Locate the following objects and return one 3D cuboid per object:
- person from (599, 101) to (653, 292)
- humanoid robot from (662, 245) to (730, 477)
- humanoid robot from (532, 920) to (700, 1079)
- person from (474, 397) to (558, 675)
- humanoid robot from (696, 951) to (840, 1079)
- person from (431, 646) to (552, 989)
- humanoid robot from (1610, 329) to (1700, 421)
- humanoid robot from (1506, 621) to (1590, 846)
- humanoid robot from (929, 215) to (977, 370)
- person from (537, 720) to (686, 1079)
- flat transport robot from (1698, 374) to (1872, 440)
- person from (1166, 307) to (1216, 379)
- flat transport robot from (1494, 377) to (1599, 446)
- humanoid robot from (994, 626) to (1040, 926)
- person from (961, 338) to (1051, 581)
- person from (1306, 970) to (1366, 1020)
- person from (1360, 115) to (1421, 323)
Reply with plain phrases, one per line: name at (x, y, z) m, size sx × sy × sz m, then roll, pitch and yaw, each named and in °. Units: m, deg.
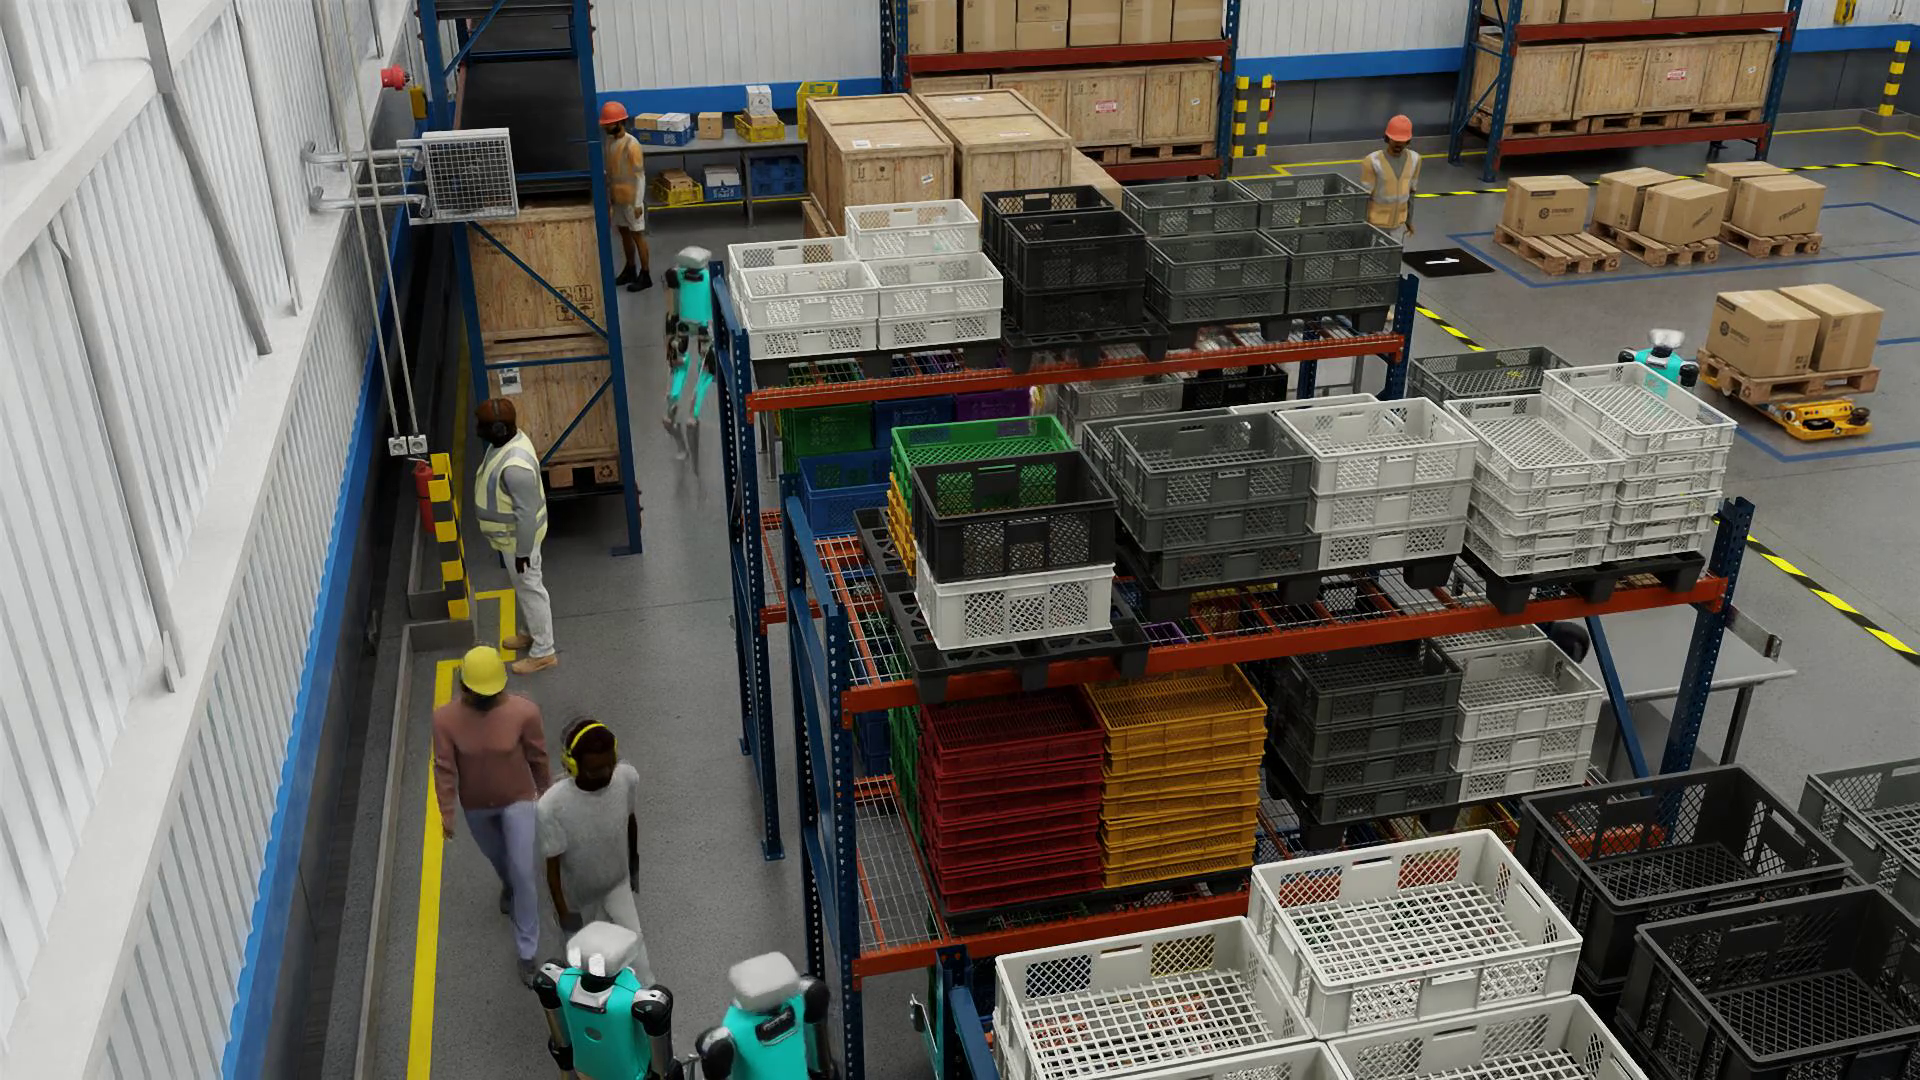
person at (-3.409, -3.478, 16.860) m, size 0.376 × 1.932 × 0.550 m, roll -23°, pitch 36°, yaw -37°
humanoid robot at (-2.154, -1.351, 13.045) m, size 0.550 × 1.774 × 0.843 m, roll 9°, pitch 29°, yaw 17°
humanoid robot at (-1.213, 2.039, 6.459) m, size 0.533 × 1.677 × 0.735 m, roll 9°, pitch 29°, yaw 16°
person at (-2.796, -0.035, 10.426) m, size 0.429 × 1.841 × 0.633 m, roll -10°, pitch 29°, yaw -19°
humanoid robot at (-0.520, 2.382, 6.010) m, size 0.530 × 1.830 × 0.748 m, roll -23°, pitch 35°, yaw -36°
person at (-2.258, 1.252, 8.108) m, size 0.519 × 1.717 × 0.852 m, roll -2°, pitch 28°, yaw -4°
humanoid robot at (4.888, -0.779, 11.800) m, size 0.533 × 1.681 × 0.735 m, roll 16°, pitch 32°, yaw 28°
humanoid robot at (2.887, 1.122, 8.453) m, size 0.749 × 1.639 × 0.587 m, roll 7°, pitch 29°, yaw 12°
humanoid robot at (0.125, -1.846, 14.065) m, size 0.836 × 1.860 × 0.546 m, roll -7°, pitch 28°, yaw -12°
person at (-1.571, 1.596, 7.361) m, size 0.518 × 1.810 × 0.997 m, roll -18°, pitch 33°, yaw -31°
flat transport robot at (7.136, -1.266, 14.418) m, size 0.652 × 0.197 × 1.431 m, roll -6°, pitch 28°, yaw -12°
person at (1.625, -0.872, 12.021) m, size 0.464 × 1.831 × 0.594 m, roll -14°, pitch 31°, yaw -25°
flat transport robot at (4.780, -1.036, 14.013) m, size 0.659 × 0.231 × 1.431 m, roll -6°, pitch 28°, yaw -12°
humanoid robot at (0.280, 1.158, 8.322) m, size 0.599 × 1.657 × 0.315 m, roll 24°, pitch 36°, yaw 38°
person at (0.329, -0.539, 11.334) m, size 0.902 × 1.885 × 0.589 m, roll -19°, pitch 33°, yaw -32°
person at (1.278, 2.304, 5.817) m, size 0.890 × 2.013 × 0.612 m, roll -5°, pitch 28°, yaw -9°
person at (4.100, -3.059, 15.951) m, size 0.613 × 2.039 × 0.384 m, roll -8°, pitch 29°, yaw -14°
